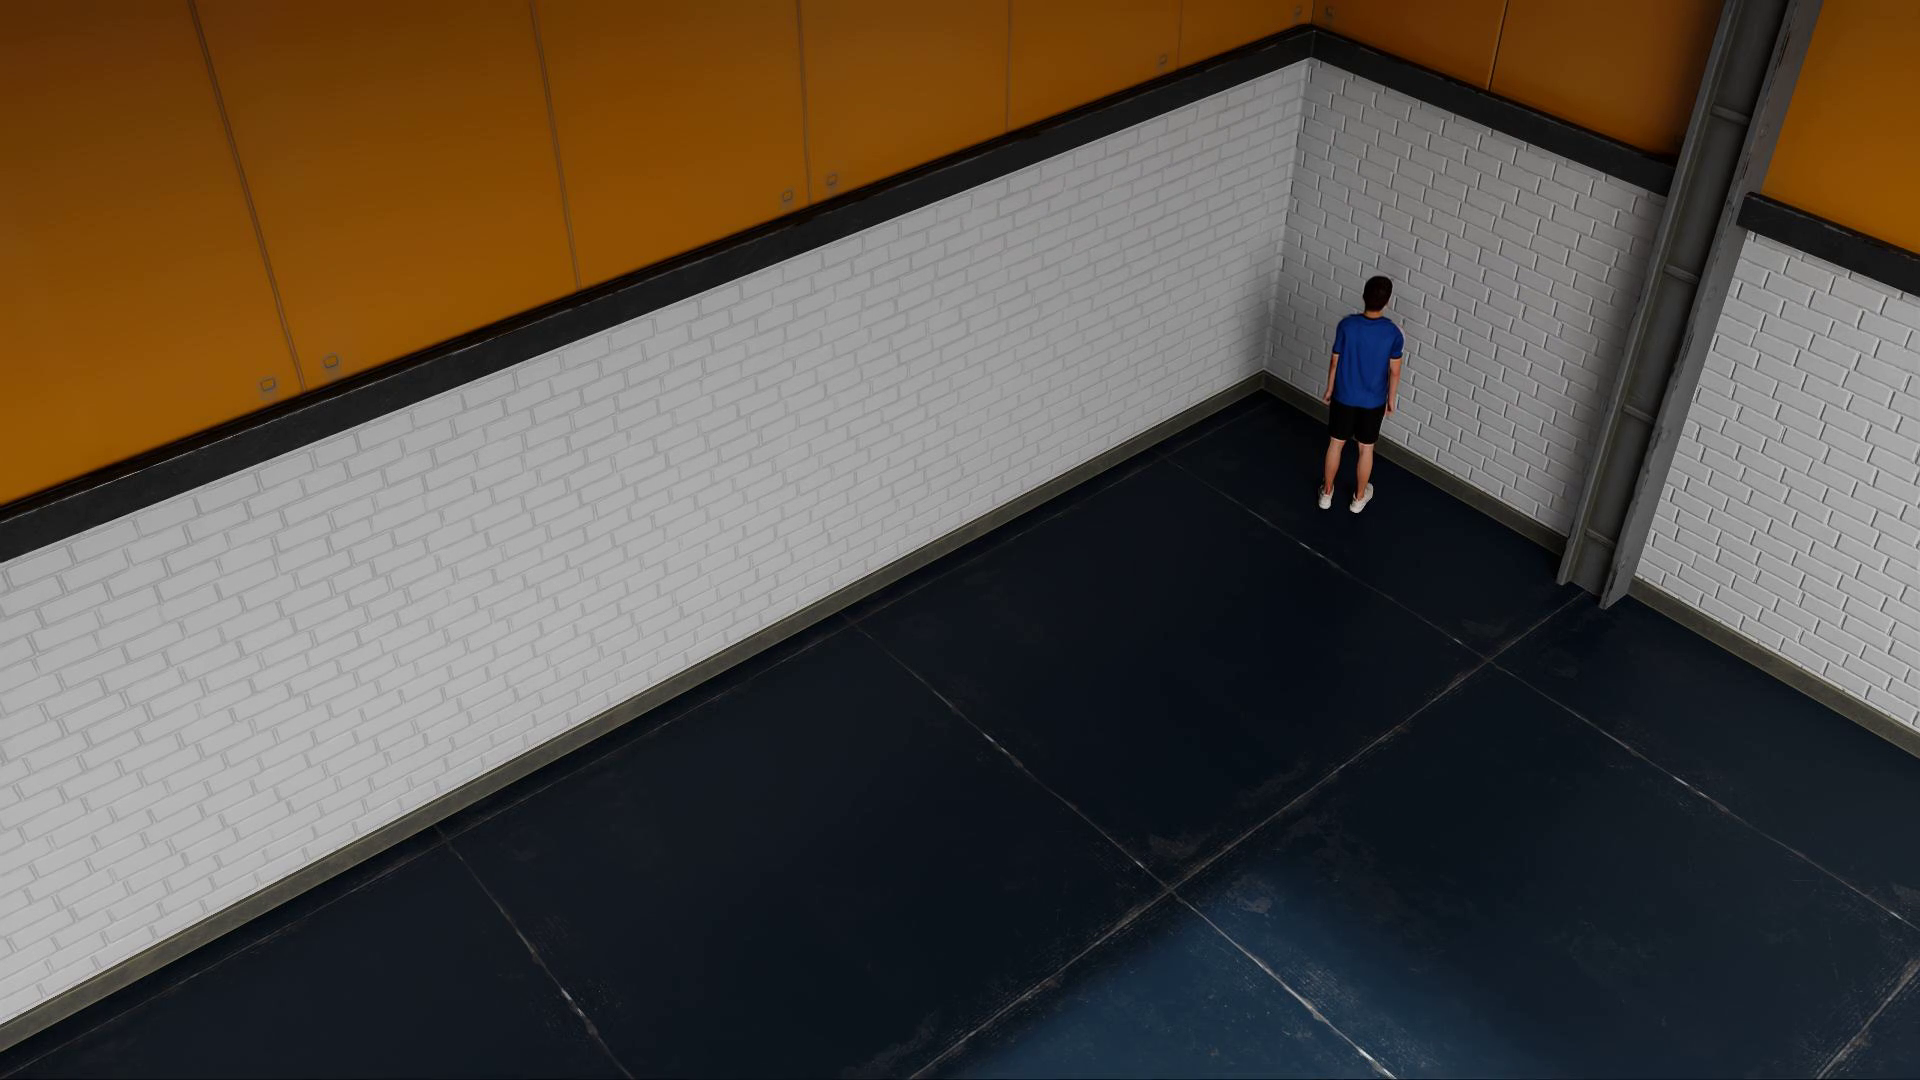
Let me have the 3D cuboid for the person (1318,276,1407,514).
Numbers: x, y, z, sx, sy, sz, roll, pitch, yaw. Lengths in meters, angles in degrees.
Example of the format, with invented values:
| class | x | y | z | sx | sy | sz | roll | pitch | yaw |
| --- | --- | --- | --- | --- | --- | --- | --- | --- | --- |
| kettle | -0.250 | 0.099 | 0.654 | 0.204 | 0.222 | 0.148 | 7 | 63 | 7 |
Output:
| class | x | y | z | sx | sy | sz | roll | pitch | yaw |
| --- | --- | --- | --- | --- | --- | --- | --- | --- | --- |
| person | 2.829 | -1.036 | 11.803 | 0.711 | 1.865 | 0.814 | 10 | 40 | 13 |
